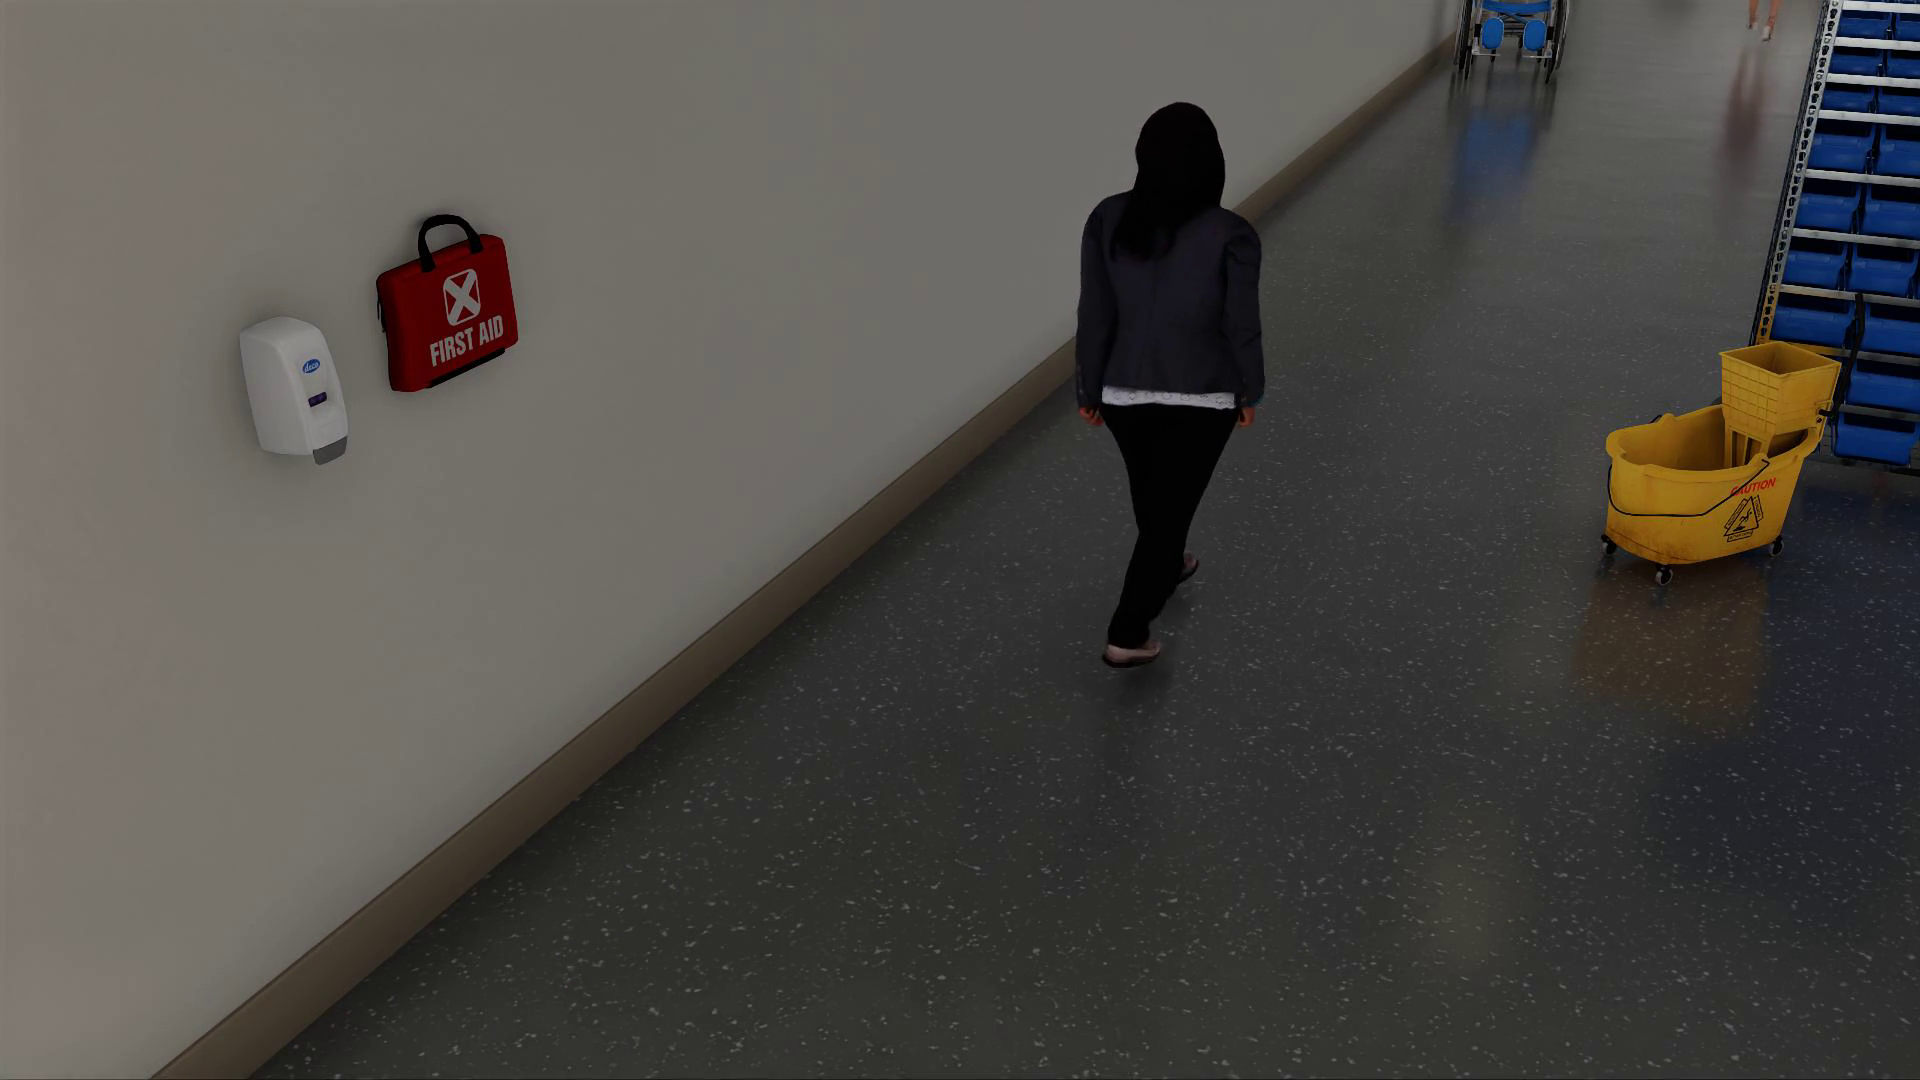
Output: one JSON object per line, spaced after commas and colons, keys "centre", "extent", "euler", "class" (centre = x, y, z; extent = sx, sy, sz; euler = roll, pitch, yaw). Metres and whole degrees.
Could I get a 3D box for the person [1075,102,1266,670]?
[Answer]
{"centre": [0.546, -0.380, 4.656], "extent": [1.007, 1.557, 0.812], "euler": [16, 30, 30], "class": "person"}
